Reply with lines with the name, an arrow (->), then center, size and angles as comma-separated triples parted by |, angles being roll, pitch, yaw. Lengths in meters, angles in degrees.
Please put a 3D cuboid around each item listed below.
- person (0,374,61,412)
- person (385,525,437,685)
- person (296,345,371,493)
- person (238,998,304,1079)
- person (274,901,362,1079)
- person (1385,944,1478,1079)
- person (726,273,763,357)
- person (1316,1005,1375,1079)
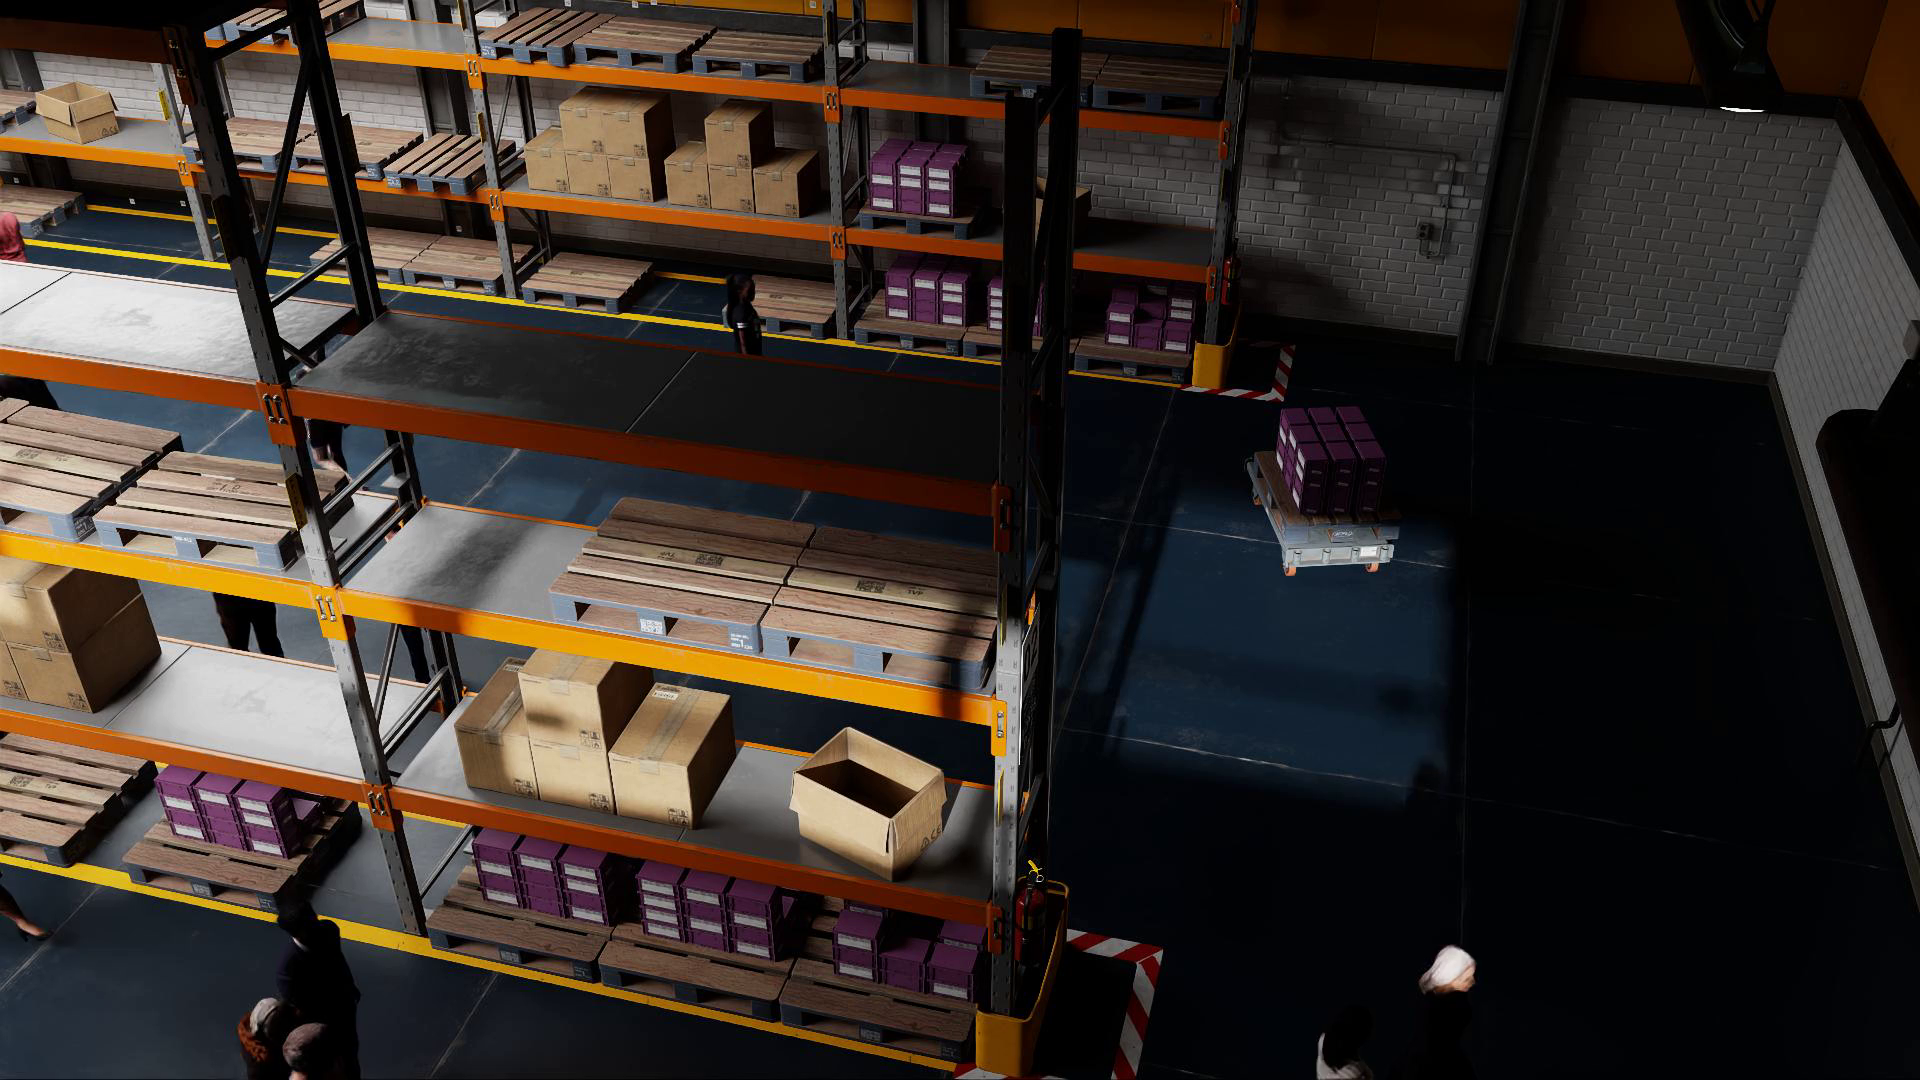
person -> -8.120, -0.932, 14.747 | 1.175, 1.745, 0.699 | 7, 34, 10
person -> -4.182, 0.503, 12.758 | 0.610, 1.558, 0.599 | 21, 39, 28
person -> -5.587, -1.017, 14.810 | 0.956, 1.815, 0.739 | 20, 38, 27
person -> -3.651, 3.052, 8.889 | 1.089, 1.595, 0.679 | 7, 34, 10
person -> -3.563, 2.662, 9.357 | 0.505, 1.726, 0.634 | 8, 34, 12
person -> 2.499, 2.843, 9.087 | 1.030, 1.722, 0.878 | 28, 43, 36
person -> -2.036, -1.740, 15.974 | 0.657, 1.731, 0.673 | -2, 34, -3
person -> 1.945, 3.076, 8.821 | 0.824, 1.629, 0.760 | -12, 36, -18
